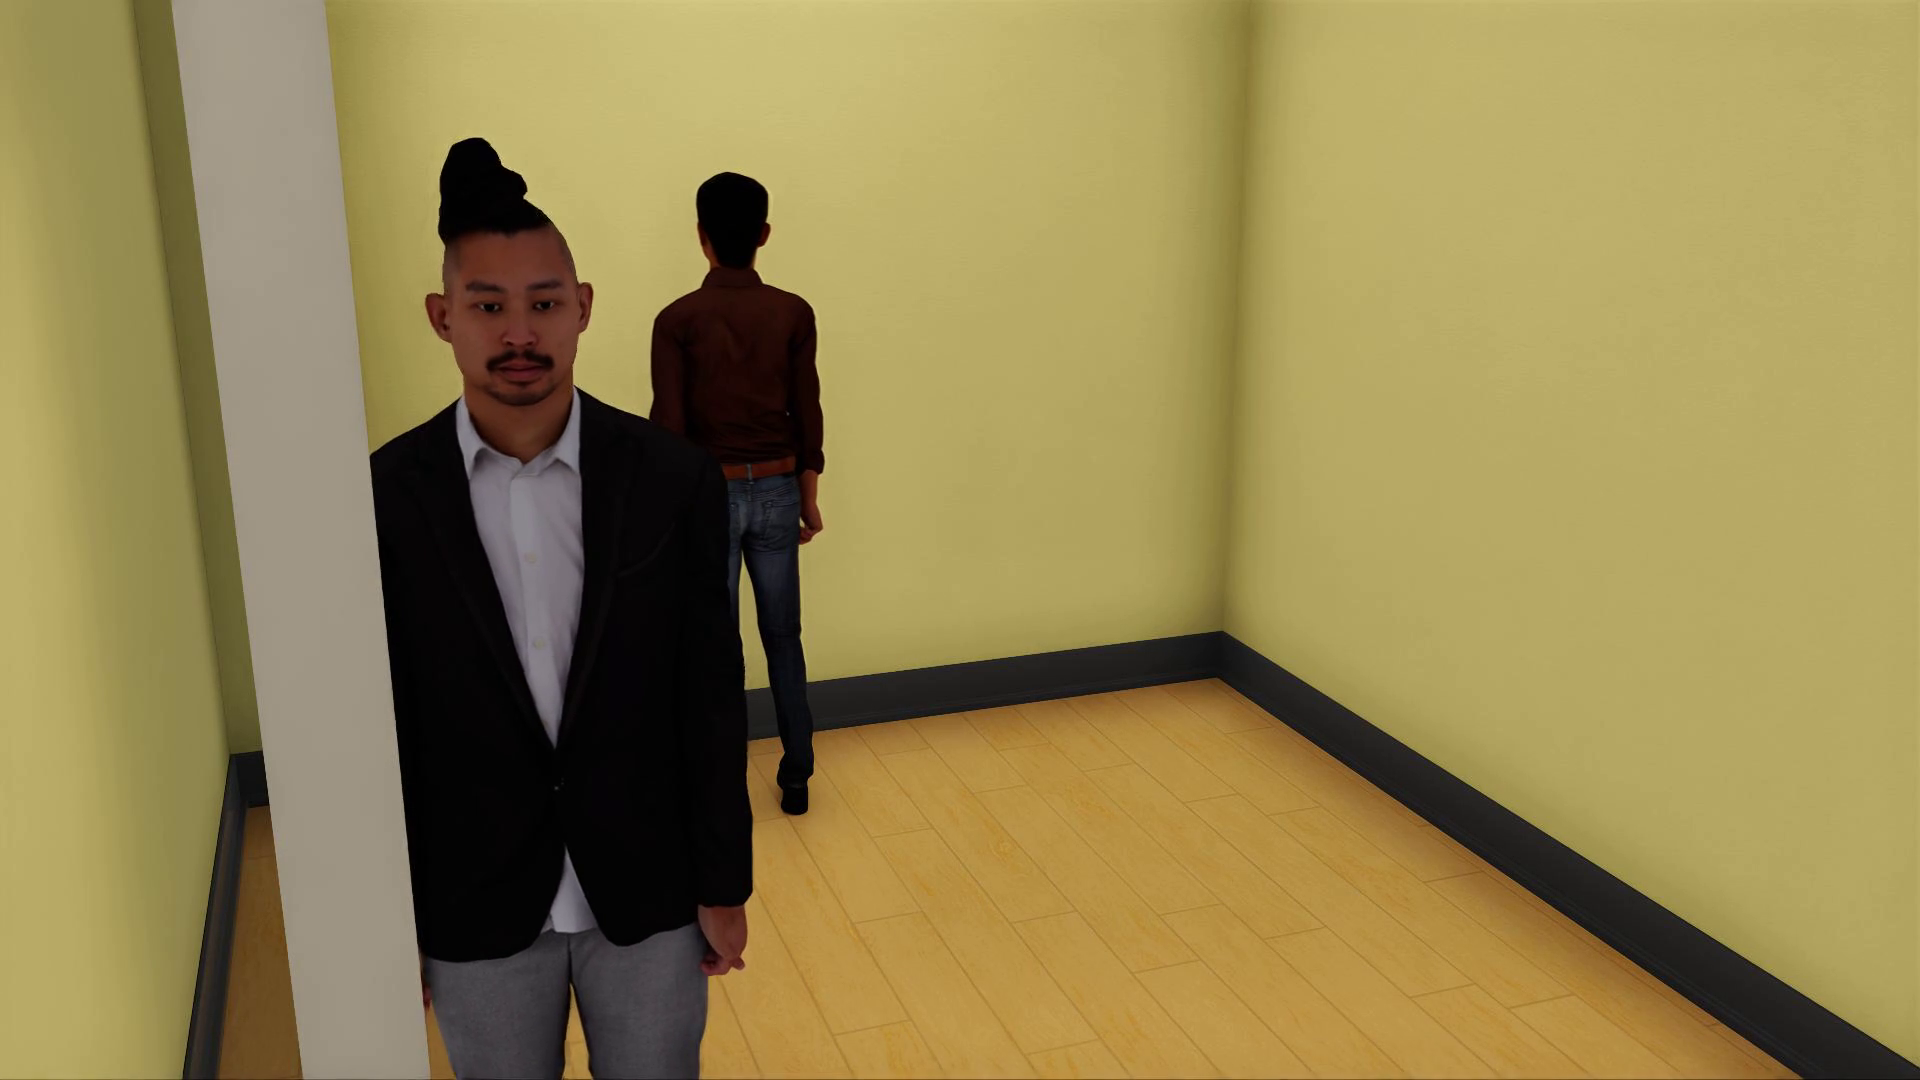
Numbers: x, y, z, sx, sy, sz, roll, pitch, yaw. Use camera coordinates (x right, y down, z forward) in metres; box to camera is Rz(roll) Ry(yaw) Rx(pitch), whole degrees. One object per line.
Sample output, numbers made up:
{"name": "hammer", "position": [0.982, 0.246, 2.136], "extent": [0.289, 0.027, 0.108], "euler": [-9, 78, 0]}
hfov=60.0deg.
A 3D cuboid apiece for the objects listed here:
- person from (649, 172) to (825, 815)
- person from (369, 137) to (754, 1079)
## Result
{"name": "person", "position": [-0.592, -0.090, 4.514], "extent": [0.488, 1.780, 0.739], "euler": [-8, 18, -26]}
{"name": "person", "position": [-0.567, 0.432, 2.340], "extent": [0.556, 1.955, 0.776], "euler": [-4, 16, -14]}
